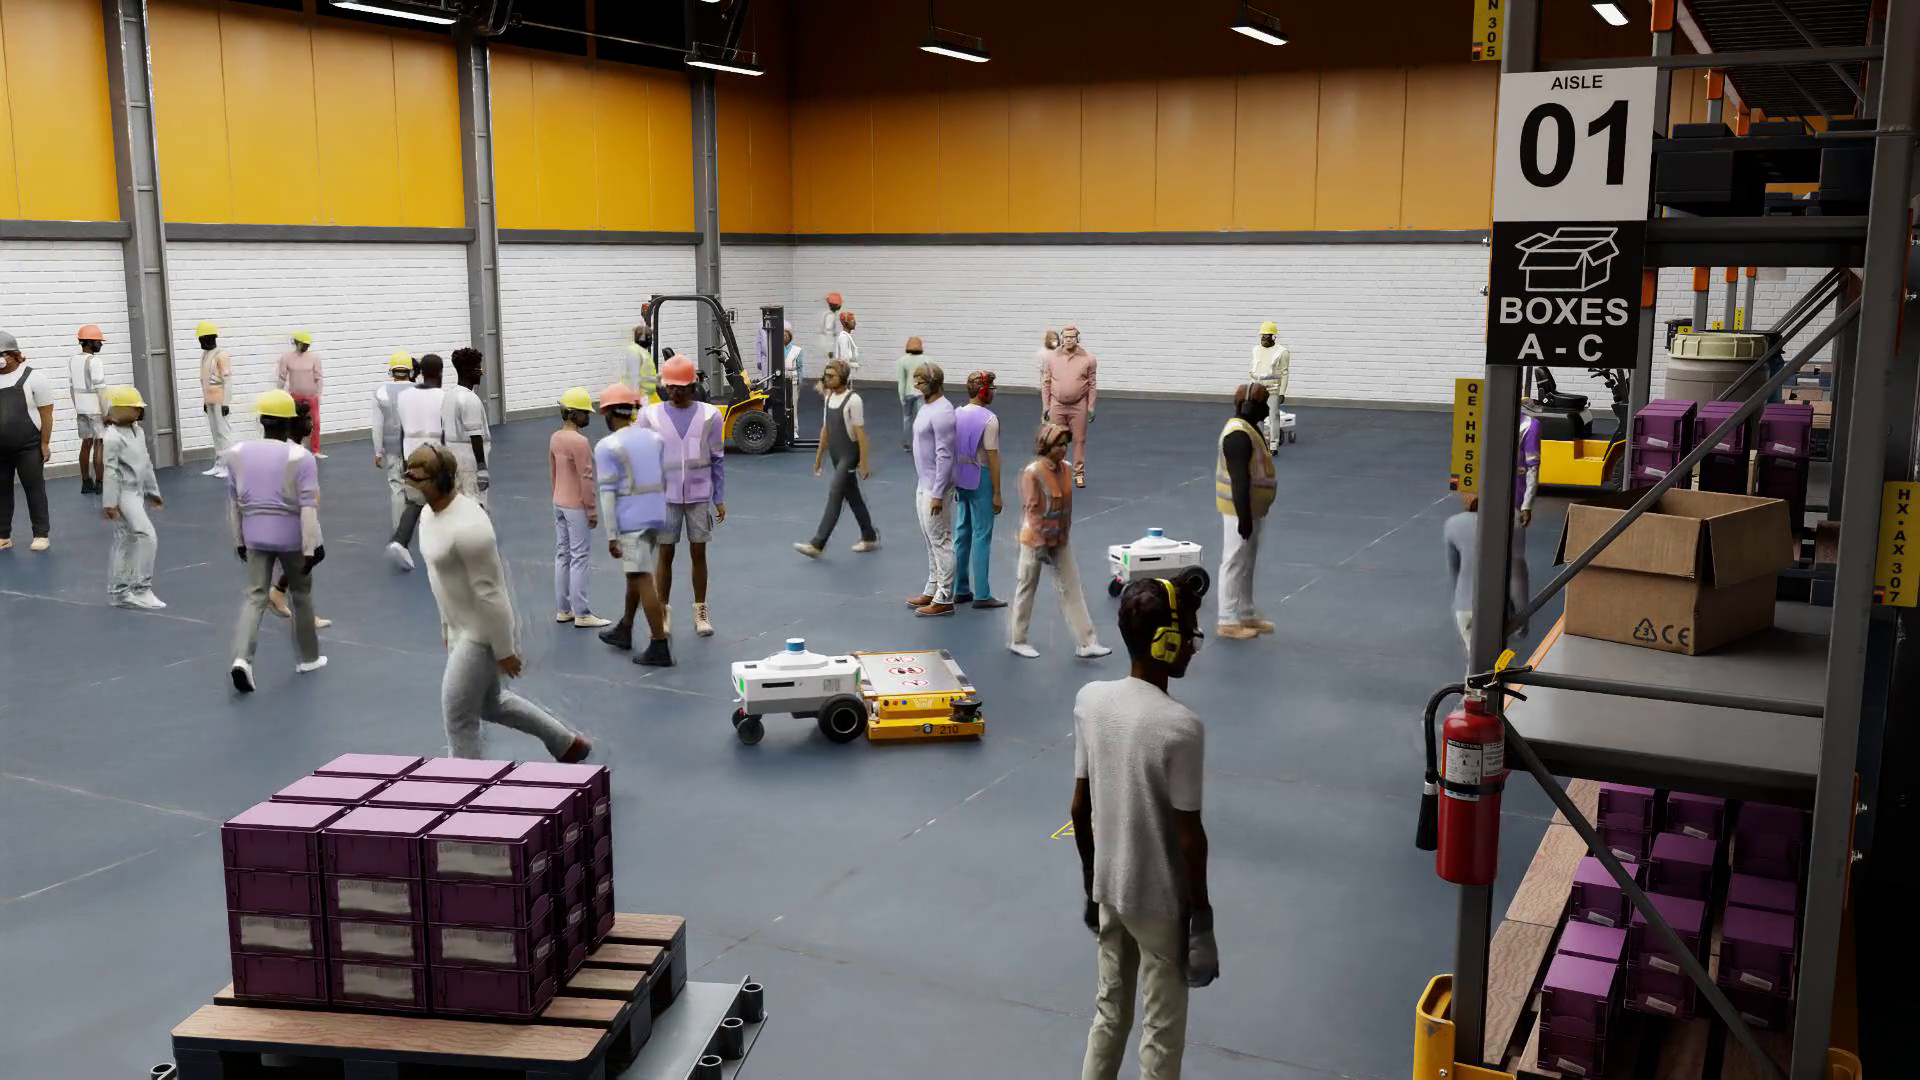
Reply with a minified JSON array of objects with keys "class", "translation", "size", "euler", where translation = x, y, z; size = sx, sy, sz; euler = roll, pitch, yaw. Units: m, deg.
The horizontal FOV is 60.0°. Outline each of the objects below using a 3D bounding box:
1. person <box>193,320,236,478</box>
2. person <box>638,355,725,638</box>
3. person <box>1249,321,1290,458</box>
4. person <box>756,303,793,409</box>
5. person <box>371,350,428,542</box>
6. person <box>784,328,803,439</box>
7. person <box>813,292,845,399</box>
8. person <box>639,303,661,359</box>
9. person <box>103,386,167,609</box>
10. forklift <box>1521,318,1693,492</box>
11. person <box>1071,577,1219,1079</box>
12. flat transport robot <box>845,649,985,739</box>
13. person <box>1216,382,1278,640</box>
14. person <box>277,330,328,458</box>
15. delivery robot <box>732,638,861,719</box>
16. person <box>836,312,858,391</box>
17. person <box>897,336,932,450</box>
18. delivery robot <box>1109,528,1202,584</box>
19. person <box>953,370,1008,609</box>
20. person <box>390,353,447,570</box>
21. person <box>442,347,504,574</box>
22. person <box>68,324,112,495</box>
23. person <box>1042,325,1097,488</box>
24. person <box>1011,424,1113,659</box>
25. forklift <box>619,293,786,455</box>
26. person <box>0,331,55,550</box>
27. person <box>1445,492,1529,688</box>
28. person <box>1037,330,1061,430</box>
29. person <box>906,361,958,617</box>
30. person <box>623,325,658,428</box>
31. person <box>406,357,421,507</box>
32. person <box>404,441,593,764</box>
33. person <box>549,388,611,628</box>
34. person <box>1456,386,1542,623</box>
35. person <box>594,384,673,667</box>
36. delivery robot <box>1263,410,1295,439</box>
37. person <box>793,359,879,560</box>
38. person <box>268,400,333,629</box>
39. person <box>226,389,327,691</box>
[{"class":"person","translation":[-9.145,-1.726,20.404],"size":[0.594,1.922,0.387],"euler":[9,13,42]},{"class":"person","translation":[-1.973,-0.305,11.872],"size":[0.610,2.030,0.408],"euler":[-2,10,-12]},{"class":"person","translation":[4.124,-2.022,22.381],"size":[0.588,1.834,0.403],"euler":[9,13,41]},{"class":"person","translation":[-3.131,-3.028,28.043],"size":[0.673,1.914,0.421],"euler":[4,10,20]},{"class":"person","translation":[-5.234,-0.870,15.713],"size":[0.591,1.834,0.404],"euler":[-4,11,-23]},{"class":"person","translation":[-2.583,-2.317,24.637],"size":[0.514,1.644,0.307],"euler":[-1,10,-6]},{"class":"person","translation":[-2.420,-3.640,31.245],"size":[0.557,2.014,0.667],"euler":[0,10,0]},{"class":"person","translation":[-5.391,-3.151,28.770],"size":[0.347,1.884,0.584],"euler":[-9,13,-42]},{"class":"person","translation":[-6.354,-0.324,12.877],"size":[0.613,1.723,0.492],"euler":[-1,10,-6]},{"class":"forklift","translation":[7.066,-1.601,18.899],"size":[2.313,2.155,1.214],"euler":[5,11,27]},{"class":"person","translation":[0.528,1.024,4.665],"size":[0.327,1.865,0.517],"euler":[-7,12,-37]},{"class":"flat transport robot","translation":[-0.302,0.897,10.000],"size":[0.652,0.197,1.431],"euler":[-2,10,-10]},{"class":"person","translation":[2.048,-0.214,11.906],"size":[0.429,1.840,0.634],"euler":[3,10,17]},{"class":"person","translation":[-8.838,-1.910,22.075],"size":[0.760,1.728,0.320],"euler":[-4,11,-22]},{"class":"delivery robot","translation":[-0.933,0.803,9.449],"size":[0.707,0.478,0.477],"euler":[-2,10,-13]},{"class":"person","translation":[-1.660,-2.422,24.550],"size":[0.356,1.885,0.572],"euler":[-1,10,-4]},{"class":"person","translation":[-0.616,-1.998,22.910],"size":[0.508,1.598,0.813],"euler":[-1,10,-5]},{"class":"delivery robot","translation":[1.557,0.147,13.251],"size":[0.707,0.478,0.477],"euler":[-3,10,-18]},{"class":"person","translation":[0.111,-0.392,12.909],"size":[0.373,1.843,0.571],"euler":[-7,12,-36]},{"class":"person","translation":[-4.704,-0.695,14.597],"size":[0.583,1.878,0.908],"euler":[2,10,12]},{"class":"person","translation":[-4.124,-0.640,13.992],"size":[0.361,1.965,0.613],"euler":[-8,12,-38]},{"class":"person","translation":[-9.876,-1.484,18.972],"size":[0.551,1.933,0.369],"euler":[5,11,29]},{"class":"person","translation":[1.272,-1.558,19.477],"size":[0.636,1.911,0.405],"euler":[1,10,7]},{"class":"person","translation":[0.661,0.035,11.117],"size":[0.824,1.601,0.540],"euler":[10,14,44]},{"class":"forklift","translation":[-3.588,-2.317,23.042],"size":[2.313,2.155,1.214],"euler":[-1,10,-5]},{"class":"person","translation":[-8.737,-0.906,15.321],"size":[0.681,2.000,0.536],"euler":[-1,10,-4]},{"class":"person","translation":[2.826,0.396,9.046],"size":[0.423,1.606,0.528],"euler":[-8,13,-39]},{"class":"person","translation":[1.368,-2.341,24.899],"size":[0.509,1.603,0.783],"euler":[-5,11,-28]},{"class":"person","translation":[-0.202,-0.386,12.615],"size":[0.372,1.937,0.627],"euler":[-2,10,-11]},{"class":"person","translation":[-4.261,-1.894,21.705],"size":[0.634,1.821,0.648],"euler":[0,10,1]},{"class":"person","translation":[-5.585,-1.022,16.990],"size":[0.535,1.697,0.318],"euler":[0,10,0]},{"class":"person","translation":[-2.212,0.445,7.936],"size":[0.906,1.899,0.655],"euler":[-6,12,-32]},{"class":"person","translation":[-2.820,-0.236,12.256],"size":[0.327,1.761,0.522],"euler":[-8,13,-40]},{"class":"person","translation":[3.935,-0.305,12.137],"size":[0.362,1.939,0.542],"euler":[-10,14,-44]},{"class":"person","translation":[-2.229,-0.115,11.278],"size":[0.967,1.853,0.558],"euler":[7,12,37]},{"class":"delivery robot","translation":[4.509,-1.691,23.871],"size":[0.477,0.478,0.707],"euler":[9,12,42]},{"class":"person","translation":[-1.107,-0.731,15.026],"size":[0.981,1.788,0.540],"euler":[-7,12,-34]},{"class":"person","translation":[-4.850,-0.173,12.105],"size":[0.421,1.688,0.536],"euler":[-3,10,-16]},{"class":"person","translation":[-4.381,-0.010,10.578],"size":[0.596,1.893,0.910],"euler":[0,10,0]}]
